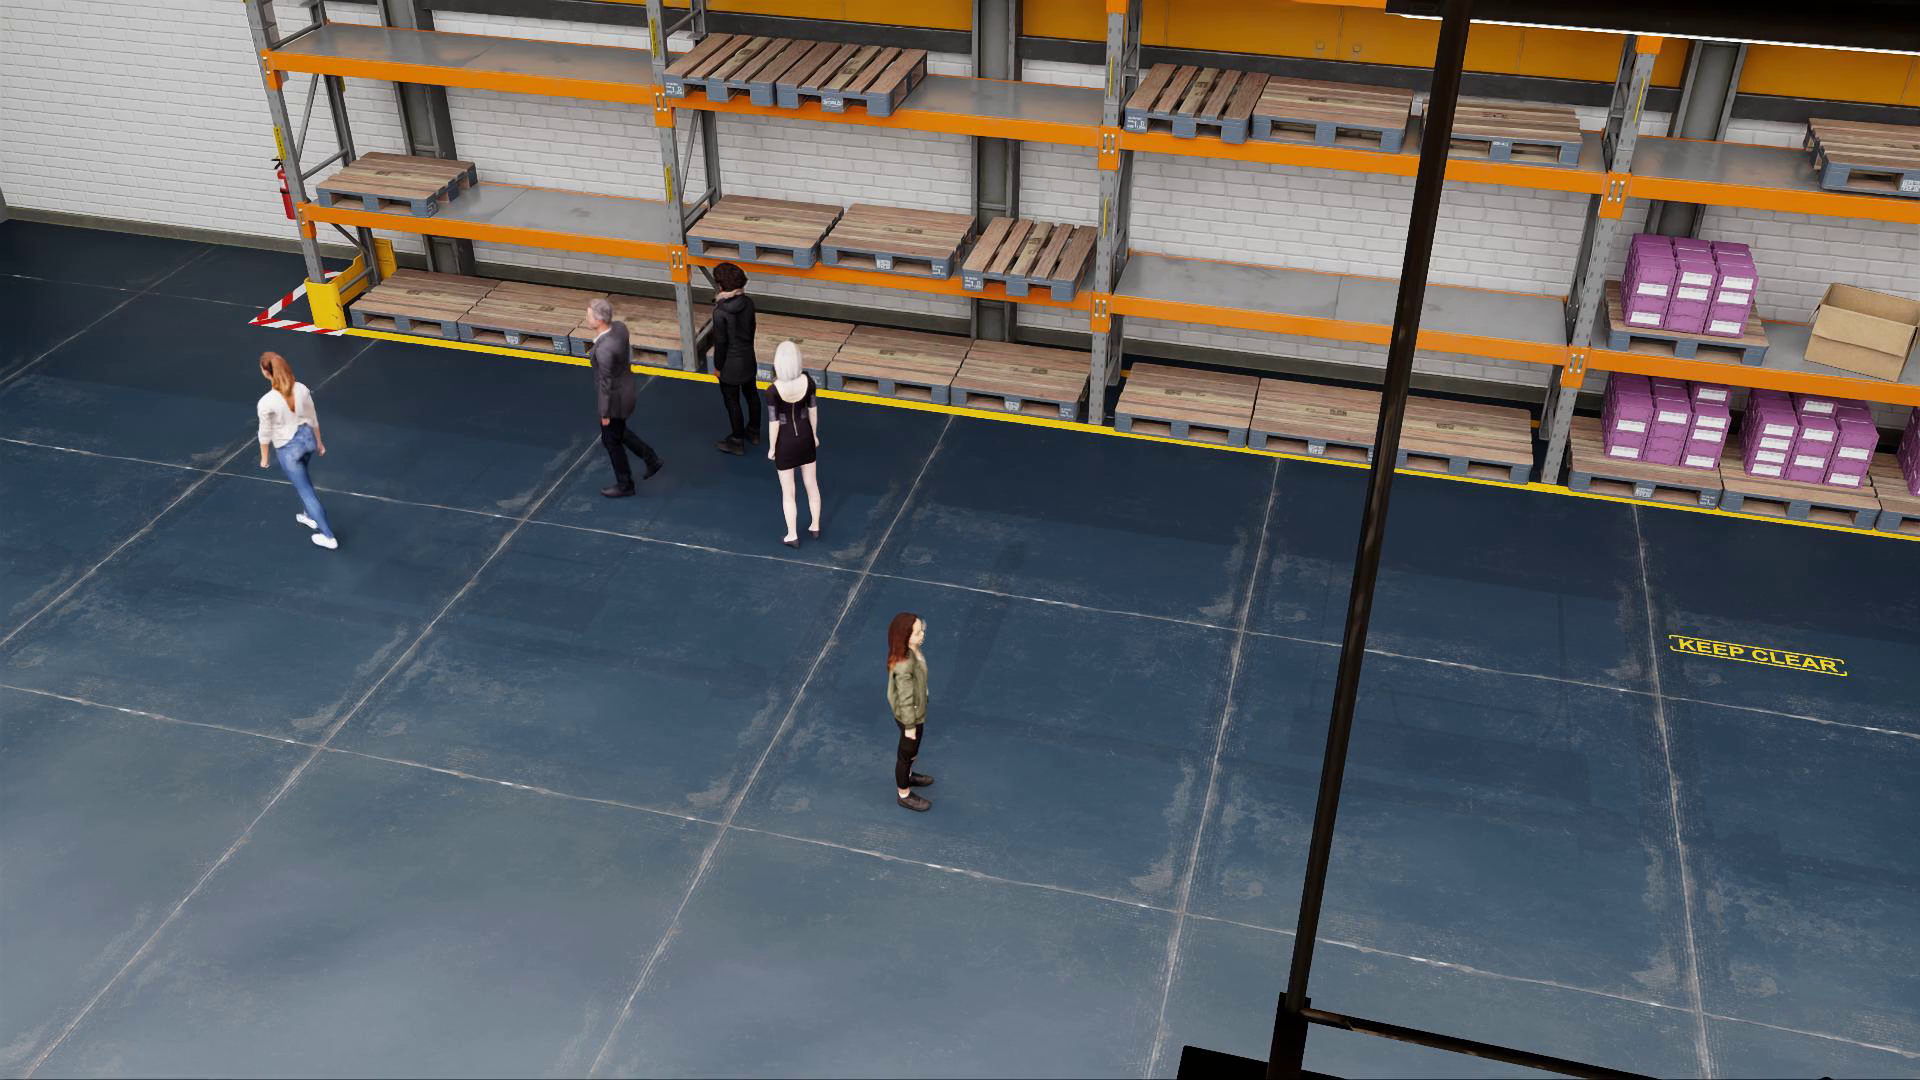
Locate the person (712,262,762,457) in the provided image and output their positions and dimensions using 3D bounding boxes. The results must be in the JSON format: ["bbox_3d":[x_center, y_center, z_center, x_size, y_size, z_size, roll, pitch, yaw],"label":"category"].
[{"bbox_3d":[-1.941,-1.572,14.430,0.719,1.779,0.716,24,40,31],"label":"person"}]

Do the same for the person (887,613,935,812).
[{"bbox_3d":[-0.325,1.080,10.715,0.570,1.475,0.623,2,34,3],"label":"person"}]

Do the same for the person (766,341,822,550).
[{"bbox_3d":[-1.308,-0.756,13.158,0.644,1.829,0.703,-18,38,-25],"label":"person"}]

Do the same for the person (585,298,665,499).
[{"bbox_3d":[-2.785,-1.173,13.792,0.863,1.821,0.824,2,34,3],"label":"person"}]

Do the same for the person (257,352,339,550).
[{"bbox_3d":[-5.188,-0.676,13.155,0.877,1.700,0.721,16,37,22],"label":"person"}]
